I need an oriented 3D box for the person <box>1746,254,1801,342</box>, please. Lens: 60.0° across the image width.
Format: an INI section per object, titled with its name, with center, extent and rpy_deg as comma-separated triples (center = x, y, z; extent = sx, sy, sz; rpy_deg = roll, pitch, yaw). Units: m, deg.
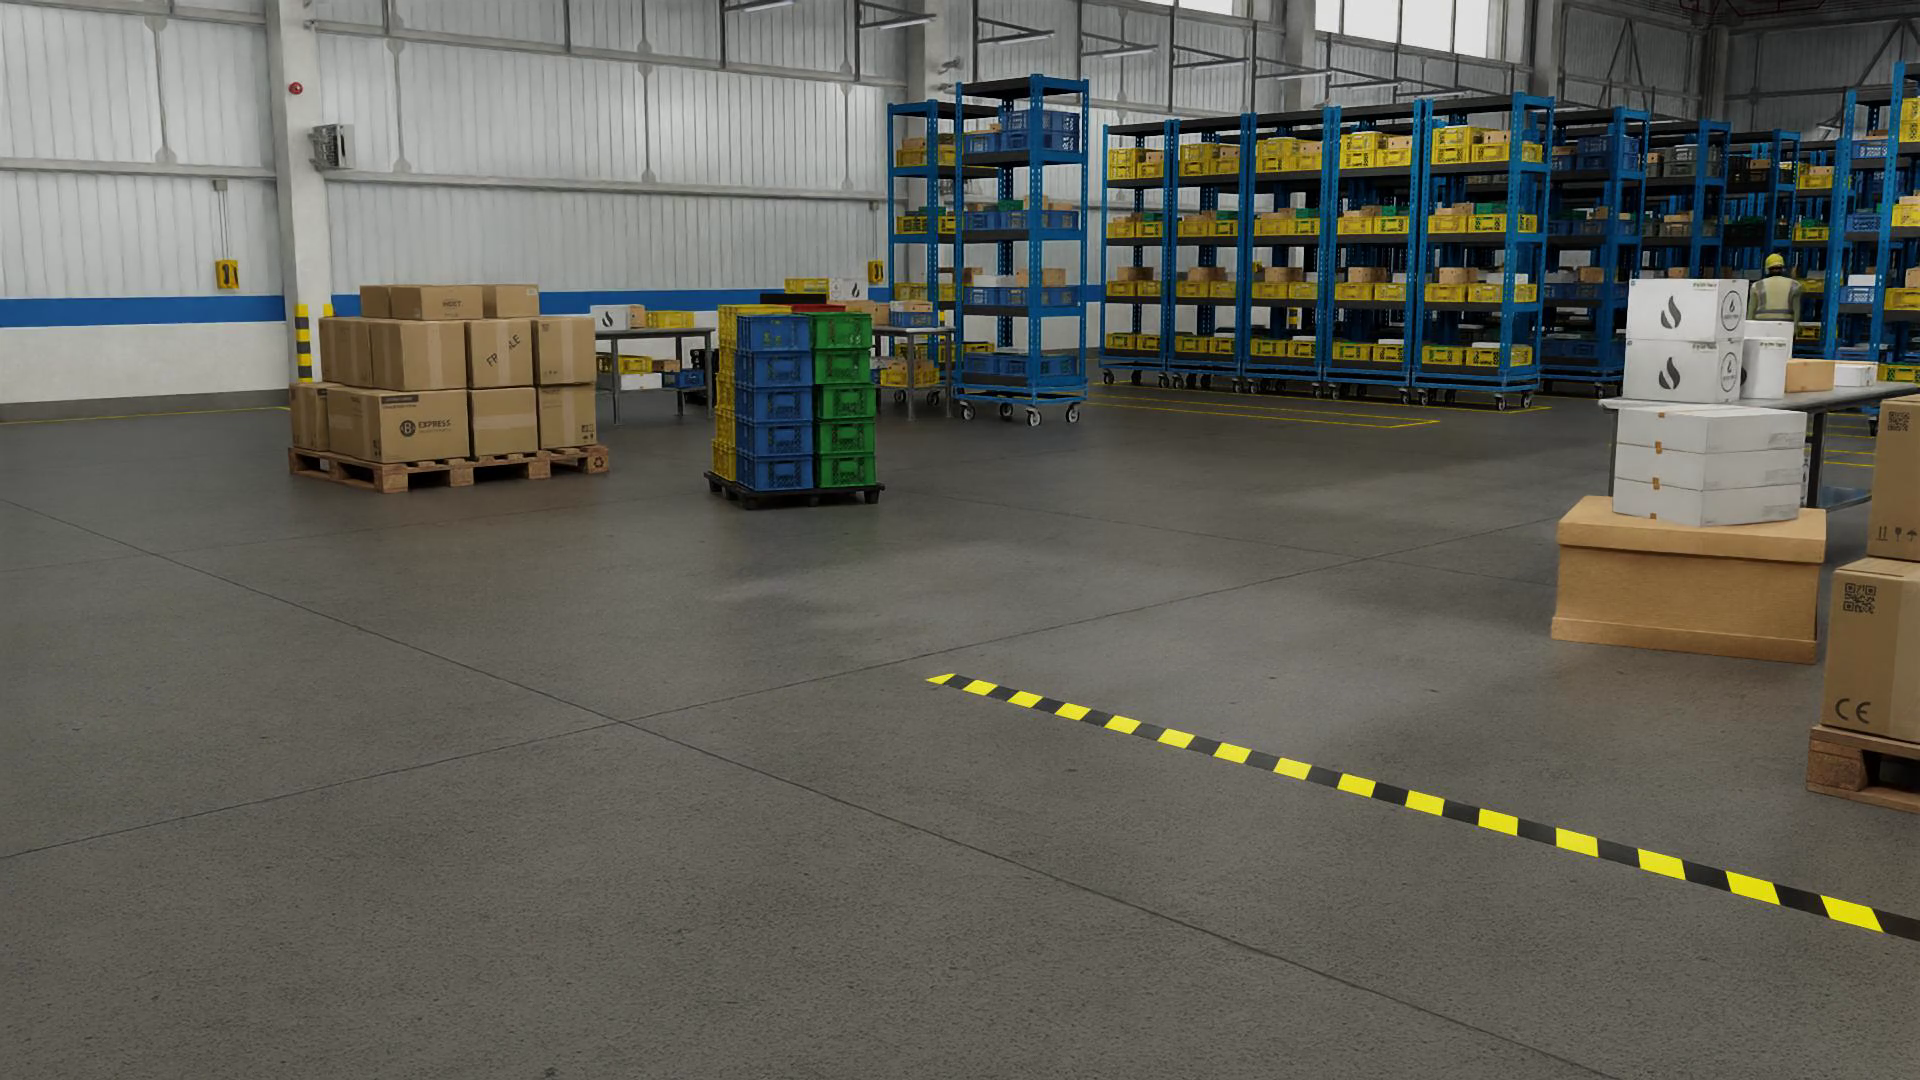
[person]
center = 9.930, -2.583, 20.361
extent = 0.609, 1.821, 0.415
rpy_deg = 2, 10, 14
